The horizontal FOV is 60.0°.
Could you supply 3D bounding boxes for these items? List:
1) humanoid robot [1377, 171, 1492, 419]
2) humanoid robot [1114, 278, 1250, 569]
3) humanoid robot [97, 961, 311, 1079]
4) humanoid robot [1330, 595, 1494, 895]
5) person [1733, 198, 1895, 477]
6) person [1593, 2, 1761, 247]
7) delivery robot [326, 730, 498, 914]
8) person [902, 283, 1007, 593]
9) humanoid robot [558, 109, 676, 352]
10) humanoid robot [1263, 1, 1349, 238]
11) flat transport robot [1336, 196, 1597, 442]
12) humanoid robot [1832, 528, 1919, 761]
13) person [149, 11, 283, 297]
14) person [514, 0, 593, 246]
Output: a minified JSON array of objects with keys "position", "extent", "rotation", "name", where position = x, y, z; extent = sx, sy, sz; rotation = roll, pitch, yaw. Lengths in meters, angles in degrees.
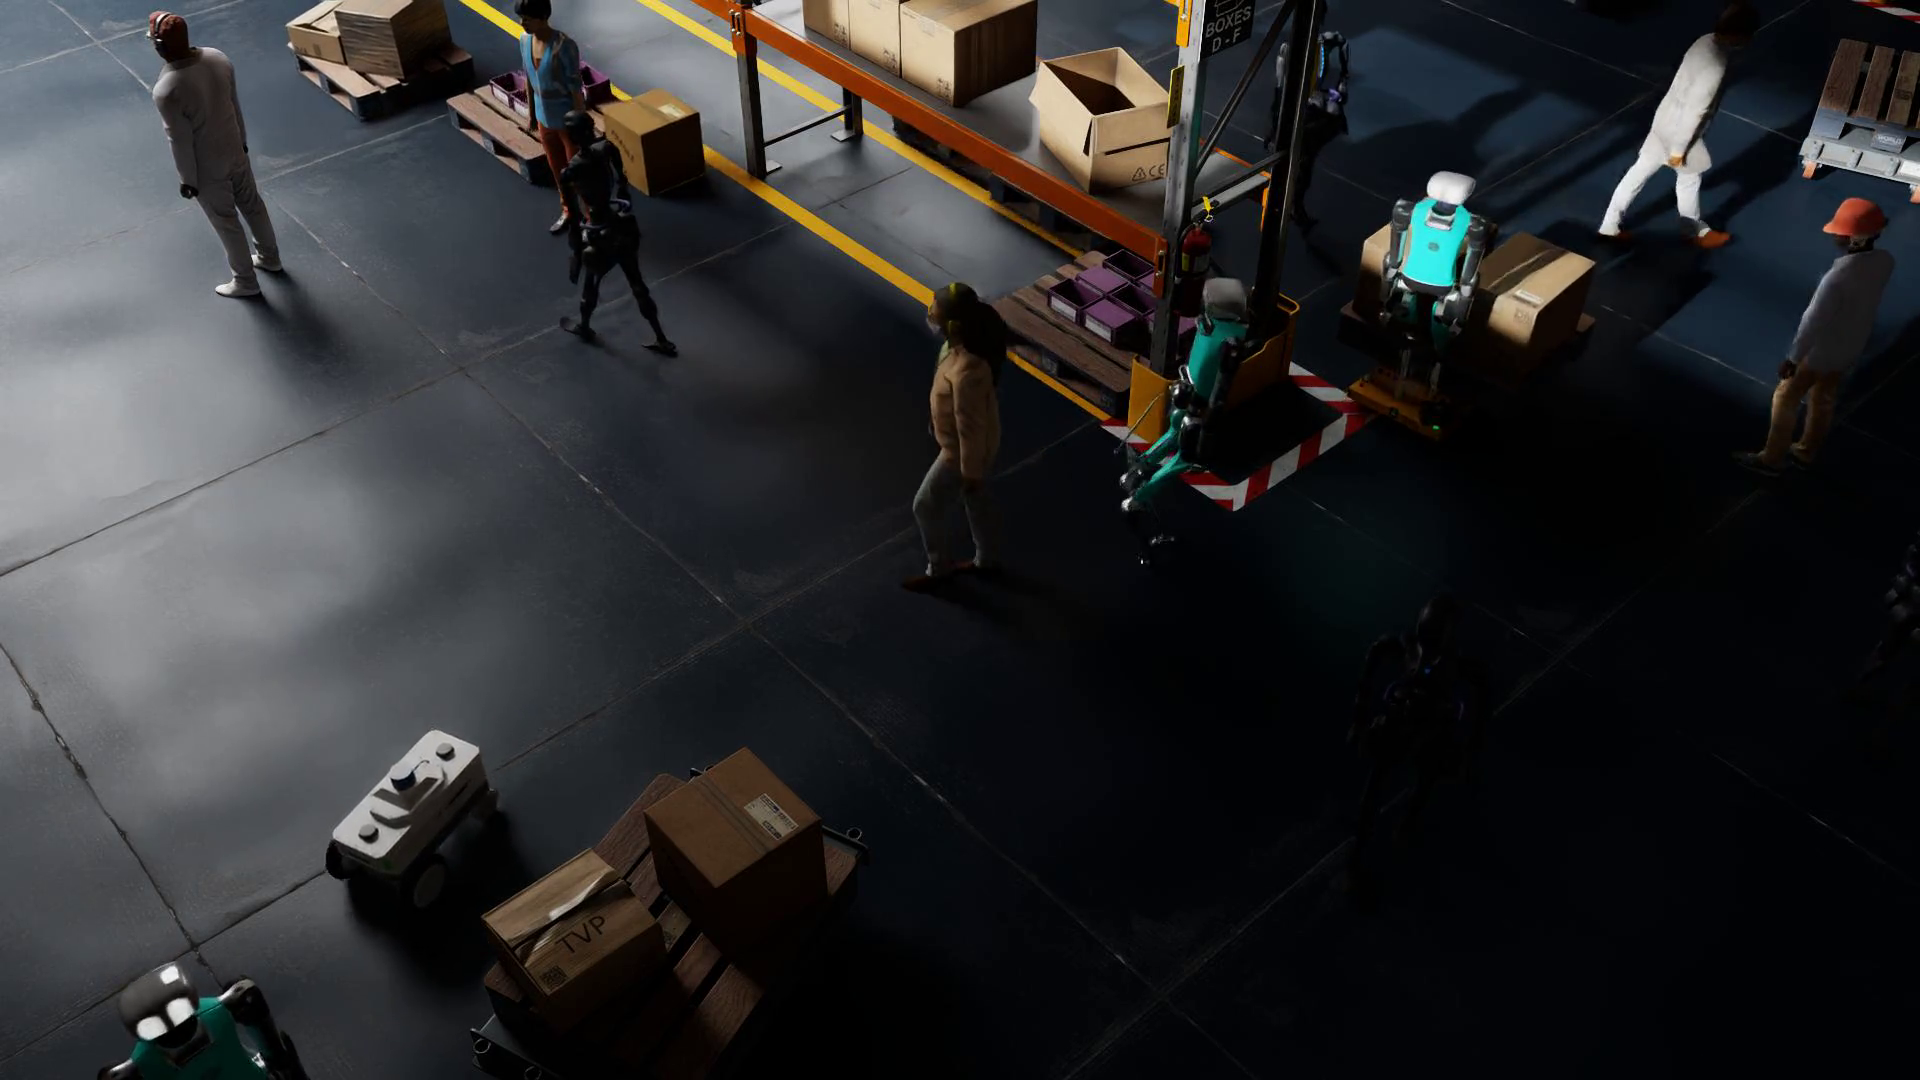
[{"position":[2.689,-1.397,9.537],"extent":[0.532,1.796,0.741],"rotation":[17,45,18],"name":"humanoid robot"},{"position":[1.047,-0.545,8.646],"extent":[0.717,1.844,0.547],"rotation":[-4,43,-4],"name":"humanoid robot"},{"position":[-2.636,1.957,5.884],"extent":[0.558,1.775,0.899],"rotation":[-34,52,-31],"name":"humanoid robot"},{"position":[1.945,0.893,7.101],"extent":[0.609,1.634,0.694],"rotation":[18,46,19],"name":"humanoid robot"},{"position":[4.776,-1.102,9.220],"extent":[0.610,1.728,0.408],"rotation":[-26,48,-25],"name":"person"},{"position":[4.814,-2.684,10.894],"extent":[0.934,1.773,0.517],"rotation":[1,43,1],"name":"person"},{"position":[-2.485,1.265,7.522],"extent":[0.499,0.614,0.790],"rotation":[18,46,19],"name":"delivery robot"},{"position":[-0.072,-0.509,8.478],"extent":[0.685,1.853,0.554],"rotation":[4,43,4],"name":"person"},{"position":[-2.181,-1.872,10.120],"extent":[0.783,1.620,0.615],"rotation":[20,46,20],"name":"humanoid robot"},{"position":[2.380,-2.800,11.108],"extent":[0.608,1.622,0.545],"rotation":[-15,45,-15],"name":"humanoid robot"},{"position":[3.084,-1.131,10.325],"extent":[0.659,0.231,1.431],"rotation":[32,52,30],"name":"flat transport robot"},{"position":[4.525,0.322,7.723],"extent":[0.351,1.636,0.615],"rotation":[-8,43,-9],"name":"humanoid robot"},{"position":[-4.747,-2.427,10.527],"extent":[0.413,1.908,0.639],"rotation":[11,44,12],"name":"person"},{"position":[-2.670,-2.807,11.049],"extent":[0.502,1.759,0.327],"rotation":[22,47,22],"name":"person"}]
